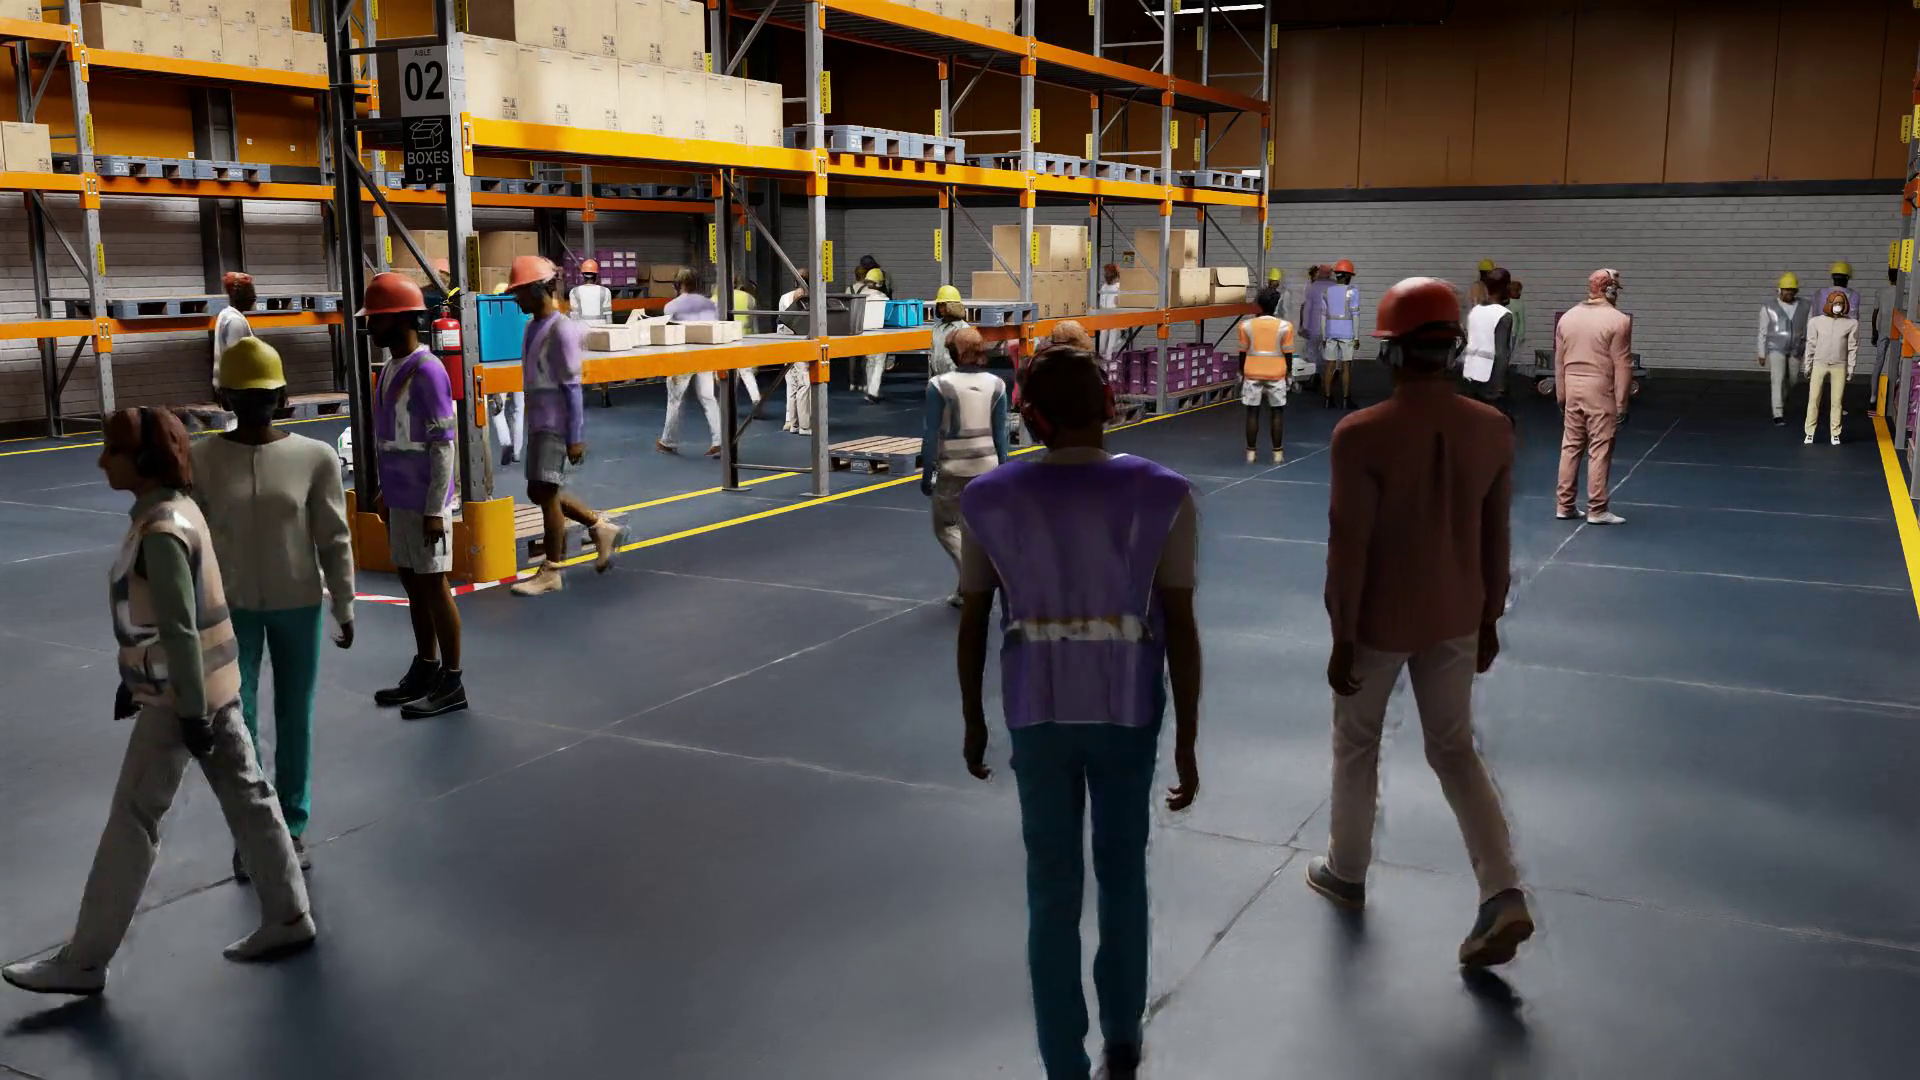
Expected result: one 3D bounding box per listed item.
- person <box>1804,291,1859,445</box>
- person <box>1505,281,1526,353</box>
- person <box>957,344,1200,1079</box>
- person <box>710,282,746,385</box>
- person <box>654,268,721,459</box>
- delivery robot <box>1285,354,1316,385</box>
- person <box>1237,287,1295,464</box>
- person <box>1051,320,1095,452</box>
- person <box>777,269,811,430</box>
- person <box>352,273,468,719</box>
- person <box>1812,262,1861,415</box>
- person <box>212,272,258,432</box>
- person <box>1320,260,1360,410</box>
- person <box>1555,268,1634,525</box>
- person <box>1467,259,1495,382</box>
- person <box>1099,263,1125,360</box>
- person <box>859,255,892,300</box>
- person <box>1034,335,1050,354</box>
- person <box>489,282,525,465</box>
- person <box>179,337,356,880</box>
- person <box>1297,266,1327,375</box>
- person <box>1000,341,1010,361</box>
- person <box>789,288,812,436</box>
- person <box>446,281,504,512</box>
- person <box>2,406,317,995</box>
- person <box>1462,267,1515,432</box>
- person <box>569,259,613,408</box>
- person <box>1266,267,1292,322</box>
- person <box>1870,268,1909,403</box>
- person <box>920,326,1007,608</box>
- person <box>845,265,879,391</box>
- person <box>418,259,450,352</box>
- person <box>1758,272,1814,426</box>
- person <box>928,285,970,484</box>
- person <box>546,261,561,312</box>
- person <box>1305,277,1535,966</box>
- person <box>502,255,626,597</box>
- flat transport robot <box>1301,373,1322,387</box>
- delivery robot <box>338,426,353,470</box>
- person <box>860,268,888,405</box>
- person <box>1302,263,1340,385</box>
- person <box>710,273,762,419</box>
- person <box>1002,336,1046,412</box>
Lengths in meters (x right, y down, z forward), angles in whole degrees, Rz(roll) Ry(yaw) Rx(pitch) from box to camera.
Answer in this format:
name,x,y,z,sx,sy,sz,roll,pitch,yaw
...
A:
name,x,y,z,sx,sy,sz,roll,pitch,yaw
person,9.197,-1.815,17.585,0.498,1.629,0.276,4,11,22
person,8.064,-2.993,24.446,0.432,1.610,0.509,-6,12,-33
person,0.275,0.446,3.975,0.579,1.800,0.698,1,10,5
person,-3.593,-3.304,25.576,0.620,1.845,0.429,3,10,17
person,-2.655,-1.741,16.457,0.617,1.886,1.067,-8,13,-39
delivery robot,4.854,-2.454,24.106,0.477,0.478,0.707,9,13,41
person,2.929,-1.566,15.936,0.547,1.691,0.342,3,10,15
person,0.651,-0.466,9.749,0.283,1.631,0.503,-4,10,-20
person,-1.783,-2.164,18.978,0.621,1.845,0.429,0,10,3
person,-2.411,-0.189,7.268,0.373,1.934,0.551,-8,12,-38
person,10.885,-2.492,20.734,0.502,1.899,0.595,-9,13,-43
person,-5.814,-1.212,13.411,0.384,1.872,0.577,-6,11,-29
person,4.939,-2.652,21.553,0.542,1.929,0.374,8,13,39
person,4.764,-1.069,12.456,0.403,1.904,0.651,-5,11,-28
person,8.162,-3.415,25.970,0.371,1.925,0.595,8,12,37
person,2.318,-3.273,25.340,0.577,1.870,0.518,8,13,40
person,-1.511,-4.011,29.096,0.533,2.000,0.775,9,13,41
person,1.029,-3.164,24.674,0.650,1.887,1.040,5,11,29
person,-4.303,-1.578,15.865,0.540,1.749,0.707,-5,11,-27
person,-2.224,0.230,5.348,0.546,1.751,0.441,-5,11,-28
person,5.652,-3.409,26.296,0.942,1.810,0.648,9,13,43
person,0.973,-4.343,31.312,0.631,1.940,0.372,-2,10,-12
person,-1.753,-1.978,18.493,0.314,1.637,0.514,-5,11,-25
person,-3.853,-1.150,13.027,0.532,1.870,0.315,-3,10,-17
person,-2.231,0.437,4.585,0.833,1.603,0.510,-3,10,-18
person,4.485,-1.355,14.131,0.540,1.903,0.592,-2,10,-13
person,-4.799,-2.680,21.687,0.546,1.938,0.361,-2,10,-11
person,5.090,-3.486,26.750,0.590,1.796,0.614,-8,13,-40
person,12.511,-2.759,22.341,0.324,1.871,0.526,-6,12,-33
person,0.051,-0.381,9.281,0.520,1.617,0.527,-6,11,-31
person,-1.449,-3.107,24.435,0.514,1.842,0.324,6,11,30
person,-6.292,-2.371,19.889,0.722,1.958,0.374,-7,12,-37
person,9.784,-2.271,19.740,0.601,1.801,0.839,2,10,11
person,-0.100,-1.328,14.425,0.487,1.744,0.297,8,13,40
person,-4.215,-1.862,16.955,0.552,1.935,0.365,7,12,37
person,1.354,0.225,4.818,0.631,1.962,0.941,-3,10,-16
person,-2.377,-0.682,9.924,0.691,2.014,0.623,-6,12,-32
flat transport robot,4.720,-2.469,25.289,0.652,0.197,1.431,-9,13,-40
delivery robot,-5.396,-0.880,14.993,0.477,0.478,0.707,-2,10,-14
person,-1.145,-2.714,22.254,0.458,1.842,0.606,-9,13,-41
person,5.517,-3.236,25.099,0.686,1.878,0.652,-1,10,-8
person,-2.717,-2.367,20.282,0.644,1.812,0.792,-6,11,-31
person,0.825,-2.504,21.298,0.548,1.710,0.926,5,11,25
